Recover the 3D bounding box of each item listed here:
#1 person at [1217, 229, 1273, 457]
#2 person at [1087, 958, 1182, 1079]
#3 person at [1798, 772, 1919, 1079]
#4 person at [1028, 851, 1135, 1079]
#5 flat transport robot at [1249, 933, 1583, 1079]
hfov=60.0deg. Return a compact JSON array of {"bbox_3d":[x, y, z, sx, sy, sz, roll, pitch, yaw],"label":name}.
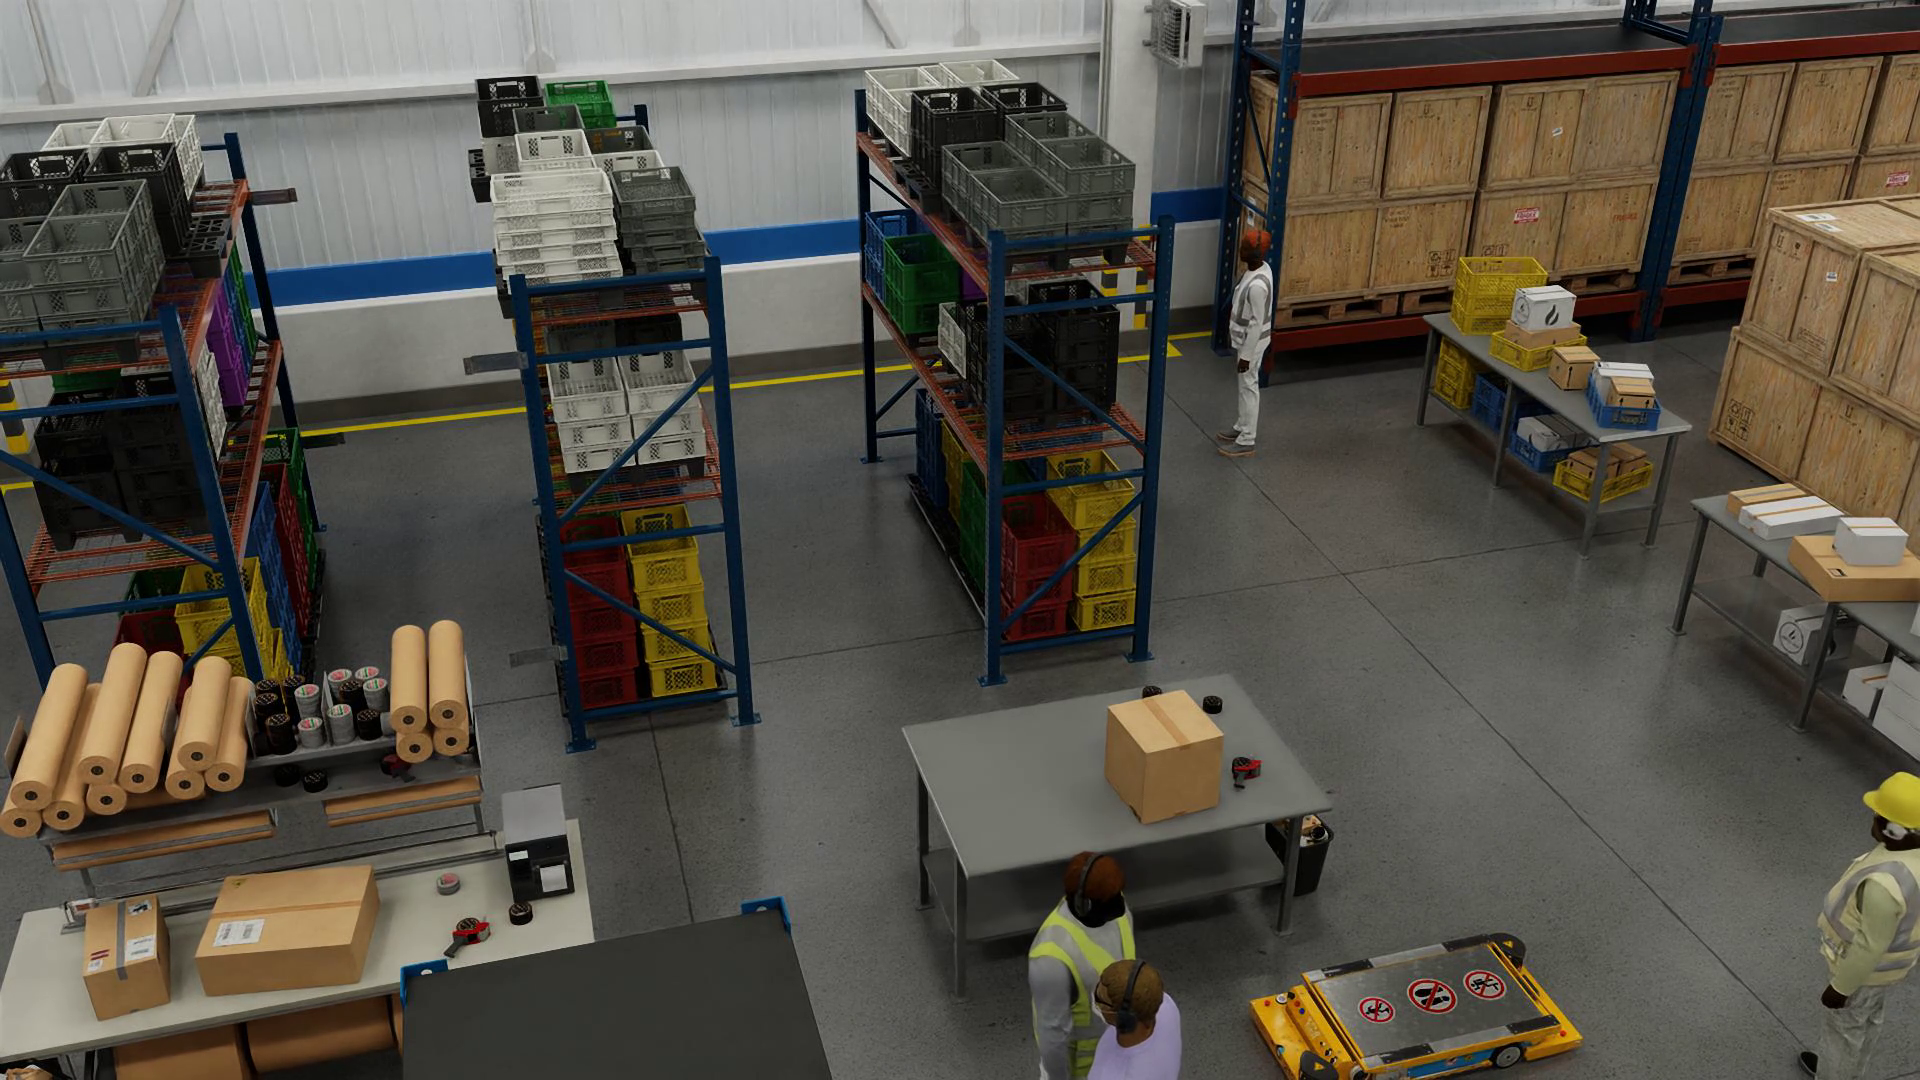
[{"bbox_3d":[2.308,-1.583,13.352,0.355,1.883,0.575,4,29,7],"label":"person"},{"bbox_3d":[0.609,2.318,6.198,0.373,1.939,0.629,8,30,14],"label":"person"},{"bbox_3d":[3.950,1.792,7.266,0.601,1.827,0.404,-24,37,-37],"label":"person"},{"bbox_3d":[0.516,2.030,6.819,0.430,1.845,0.619,14,32,24],"label":"person"},{"bbox_3d":[2.184,2.282,7.980,1.431,0.197,0.652,-8,30,-14],"label":"flat transport robot"}]
